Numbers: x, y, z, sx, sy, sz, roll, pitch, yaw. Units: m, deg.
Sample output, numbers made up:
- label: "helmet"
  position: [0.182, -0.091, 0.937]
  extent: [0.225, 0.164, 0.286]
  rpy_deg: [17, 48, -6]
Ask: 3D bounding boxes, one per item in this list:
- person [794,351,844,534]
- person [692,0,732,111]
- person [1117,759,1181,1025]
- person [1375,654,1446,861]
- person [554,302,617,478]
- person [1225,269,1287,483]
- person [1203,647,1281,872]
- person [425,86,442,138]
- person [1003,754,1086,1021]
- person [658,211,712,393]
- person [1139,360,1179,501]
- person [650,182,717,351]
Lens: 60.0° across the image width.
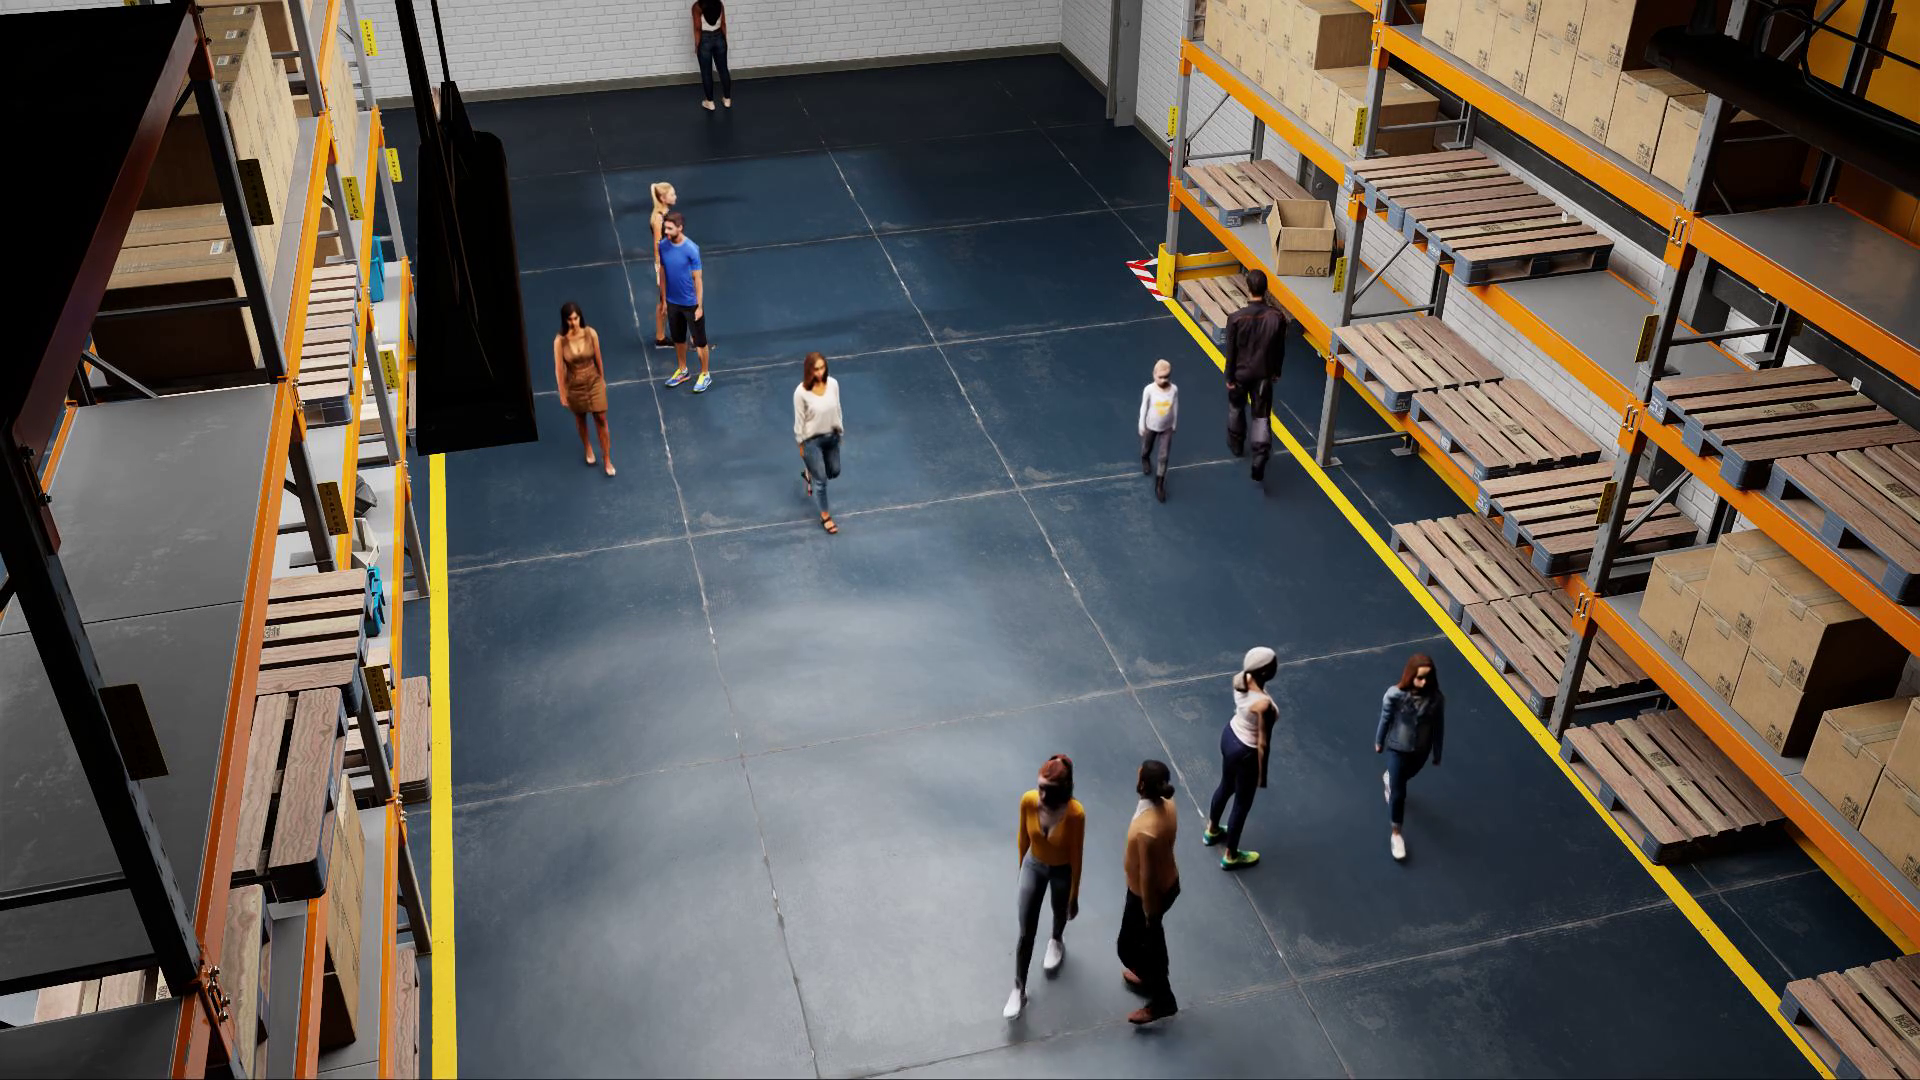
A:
- label: "person"
  position: [-1.240, -0.884, 14.270]
  extent: [0.780, 1.667, 0.950]
  rpy_deg: [-20, 38, -27]
- label: "person"
  position: [-3.471, -6.942, 23.255]
  extent: [0.676, 1.809, 0.654]
  rpy_deg: [-15, 36, -21]
- label: "person"
  position: [1.147, 2.075, 9.768]
  extent: [0.935, 1.722, 0.820]
  rpy_deg: [4, 34, 5]
- label: "person"
  position: [2.990, 1.336, 11.122]
  extent: [0.754, 1.453, 1.048]
  rpy_deg: [0, 34, 0]
- label: "person"
  position: [-3.438, -1.422, 15.077]
  extent: [0.669, 1.668, 0.835]
  rpy_deg: [-14, 36, -19]
- label: "person"
  position: [2.633, -1.446, 14.904]
  extent: [0.883, 1.900, 1.275]
  rpy_deg: [-1, 34, -1]
- label: "person"
  position: [1.833, 1.395, 10.812]
  extent: [0.651, 1.698, 0.500]
  rpy_deg: [-10, 35, -15]
- label: "person"
  position: [-6.050, -4.500, 19.689]
  extent: [0.850, 1.691, 0.791]
  rpy_deg: [29, 43, 36]
- label: "person"
  position: [0.578, 1.943, 9.969]
  extent: [0.927, 1.720, 1.111]
  rpy_deg: [9, 35, 13]
- label: "person"
  position: [-2.696, -2.353, 16.299]
  extent: [0.701, 1.867, 0.747]
  rpy_deg: [14, 36, 21]
- label: "person"
  position: [1.764, -1.042, 14.875]
  extent: [0.612, 1.260, 0.904]
  rpy_deg: [-2, 34, -2]
- label: "person"
  position: [-3.078, -2.802, 17.011]
  extent: [0.856, 1.826, 0.910]
  rpy_deg: [1, 34, 1]
